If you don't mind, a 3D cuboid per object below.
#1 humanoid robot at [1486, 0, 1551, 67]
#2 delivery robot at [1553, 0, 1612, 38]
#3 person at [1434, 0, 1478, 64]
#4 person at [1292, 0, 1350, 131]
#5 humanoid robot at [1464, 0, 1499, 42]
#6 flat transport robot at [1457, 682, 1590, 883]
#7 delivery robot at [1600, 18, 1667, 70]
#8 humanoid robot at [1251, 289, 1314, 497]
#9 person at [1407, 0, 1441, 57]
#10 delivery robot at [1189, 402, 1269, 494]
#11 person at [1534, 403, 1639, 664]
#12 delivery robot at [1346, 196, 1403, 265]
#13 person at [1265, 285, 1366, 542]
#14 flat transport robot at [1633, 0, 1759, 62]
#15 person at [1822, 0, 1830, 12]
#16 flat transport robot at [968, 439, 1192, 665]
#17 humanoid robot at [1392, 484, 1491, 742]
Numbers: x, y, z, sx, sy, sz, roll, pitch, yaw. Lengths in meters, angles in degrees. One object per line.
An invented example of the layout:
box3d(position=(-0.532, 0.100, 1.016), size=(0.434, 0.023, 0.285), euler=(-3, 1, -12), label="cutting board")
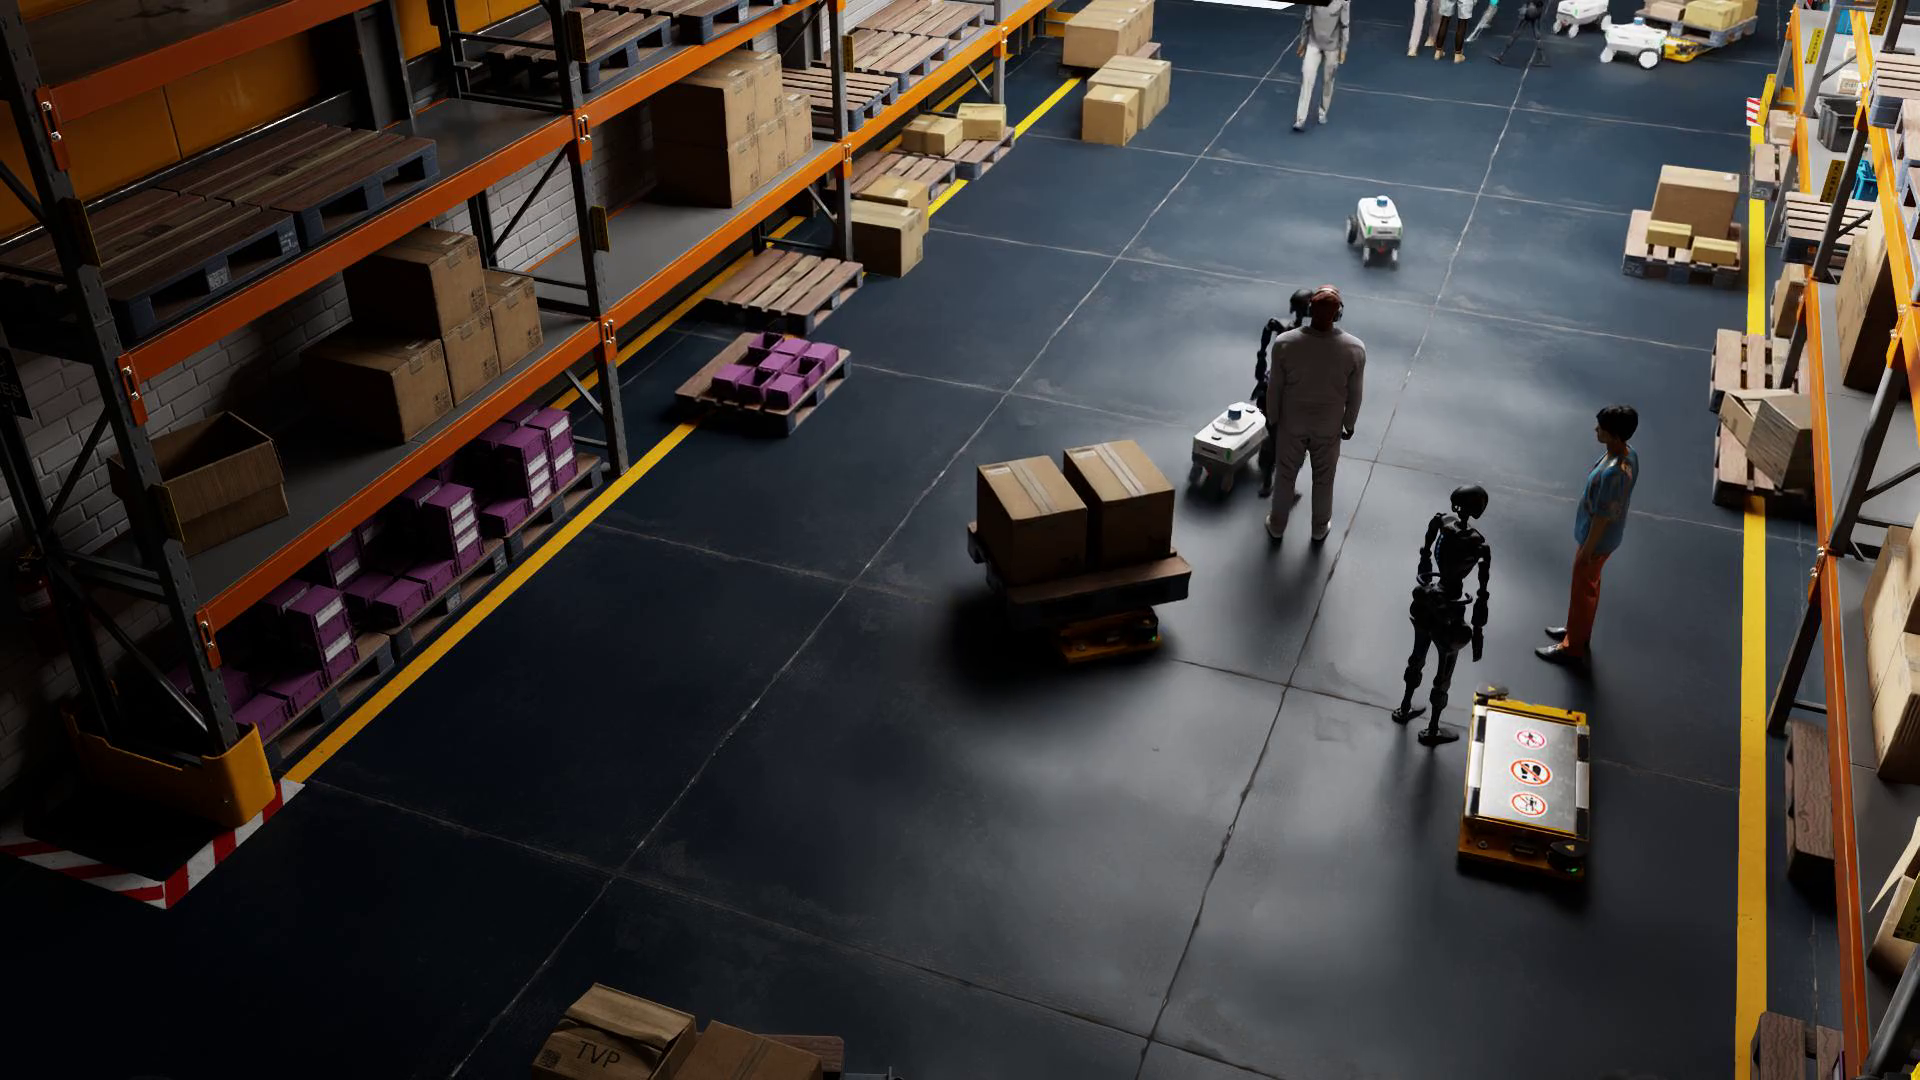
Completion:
box3d(position=(7.106, -6.732, 20.751), size=(0.784, 1.617, 0.610), euler=(17, 36, 24), label="humanoid robot")
box3d(position=(8.328, -7.070, 22.254), size=(0.769, 0.577, 0.499), euler=(-20, 38, -28), label="delivery robot")
box3d(position=(6.277, -6.863, 20.899), size=(0.532, 1.693, 0.320), euler=(23, 40, 32), label="person")
box3d(position=(4.067, -5.532, 18.694), size=(0.574, 1.860, 0.875), euler=(11, 34, 17), label="person")
box3d(position=(6.959, -7.447, 21.785), size=(0.862, 1.764, 0.537), euler=(-16, 36, -23), label="humanoid robot")
box3d(position=(3.232, 1.354, 9.497), size=(0.659, 0.231, 1.431), euler=(10, 34, 15), label="flat transport robot")
box3d(position=(8.578, -6.299, 21.090), size=(0.799, 0.608, 0.499), euler=(16, 36, 23), label="delivery robot")
box3d(position=(2.340, -1.042, 11.907), size=(0.588, 1.653, 0.330), euler=(21, 39, 30), label="humanoid robot")
box3d(position=(6.029, -7.098, 21.227), size=(0.474, 1.727, 0.930), euler=(13, 35, 19), label="person")
box3d(position=(2.050, -0.736, 12.475), size=(0.499, 0.603, 0.794), euler=(22, 39, 30), label="delivery robot")
box3d(position=(3.911, -0.037, 10.280), size=(0.344, 1.759, 0.498), euler=(14, 36, 21), label="person")
box3d(position=(4.022, -3.016, 15.984), size=(0.499, 0.582, 0.773), euler=(2, 33, 3), label="delivery robot")
box3d(position=(2.406, -0.850, 11.401), size=(0.641, 1.908, 0.411), euler=(5, 33, 7), label="person")
box3d(position=(9.510, -6.533, 21.702), size=(1.431, 0.231, 0.659), euler=(-27, 41, -35), label="flat transport robot")
box3d(position=(10.962, -6.875, 20.760), size=(0.372, 1.865, 0.540), euler=(28, 42, 36), label="person")
box3d(position=(0.769, 0.311, 11.110), size=(0.659, 0.231, 1.431), euler=(-10, 34, -15), label="flat transport robot")
box3d(position=(2.817, 0.400, 9.662), size=(0.315, 1.657, 0.599), euler=(-13, 35, -20), label="humanoid robot")
